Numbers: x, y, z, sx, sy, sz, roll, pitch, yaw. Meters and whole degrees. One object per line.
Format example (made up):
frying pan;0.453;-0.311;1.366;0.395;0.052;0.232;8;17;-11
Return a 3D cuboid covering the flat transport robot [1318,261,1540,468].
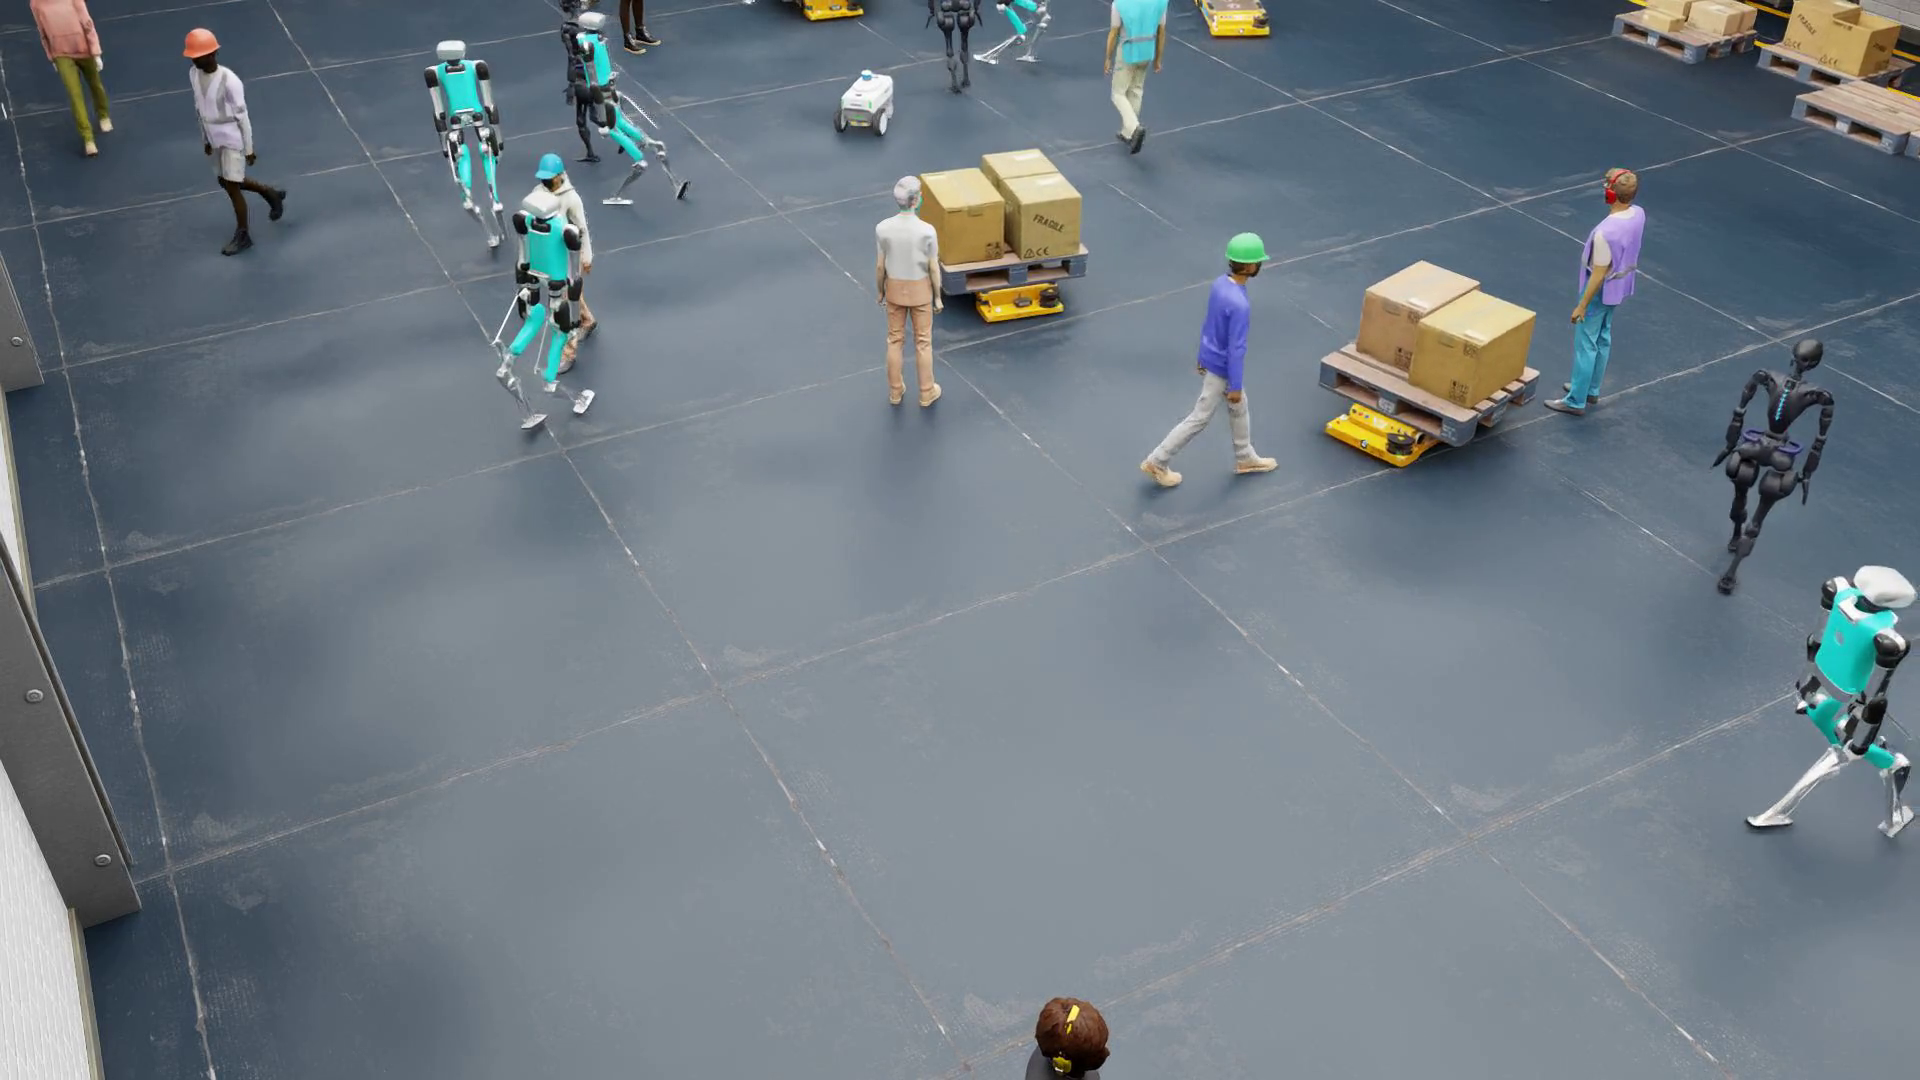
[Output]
flat transport robot;3.363;-0.978;12.112;1.431;0.231;0.659;-28;44;-34

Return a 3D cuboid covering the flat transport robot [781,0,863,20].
flat transport robot;-1.688;-6.620;20.168;0.659;0.231;1.431;-11;37;-16

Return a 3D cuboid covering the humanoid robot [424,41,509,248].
humanoid robot;-4.131;-3.241;14.091;0.552;1.799;0.794;-9;36;-12

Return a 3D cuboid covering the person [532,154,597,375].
person;-3.013;-2.150;12.580;0.467;1.642;0.741;16;38;22

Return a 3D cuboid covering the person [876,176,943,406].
person;-0.366;-1.775;11.964;0.478;1.743;0.316;8;36;11

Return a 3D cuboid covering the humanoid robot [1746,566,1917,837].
humanoid robot;4.593;0.840;8.261;0.948;1.790;0.563;-7;36;-10

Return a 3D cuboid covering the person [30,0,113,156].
person;-8.597;-4.716;16.145;0.503;1.779;1.012;-14;37;-19

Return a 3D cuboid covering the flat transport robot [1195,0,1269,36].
flat transport robot;3.203;-6.283;19.686;0.659;0.231;1.431;-1;35;-2

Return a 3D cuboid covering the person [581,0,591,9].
person;-4.509;-7.275;19.709;0.591;1.866;0.482;-8;36;-11

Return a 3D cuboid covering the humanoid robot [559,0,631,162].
humanoid robot;-3.469;-4.371;15.741;0.570;1.637;0.596;6;35;8

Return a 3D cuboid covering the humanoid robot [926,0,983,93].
humanoid robot;-0.058;-5.544;17.421;0.601;1.648;0.349;-3;35;-5

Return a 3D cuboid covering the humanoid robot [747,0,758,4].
humanoid robot;-2.466;-7.347;19.938;0.532;1.795;0.794;-24;42;-31

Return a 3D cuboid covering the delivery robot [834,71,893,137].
delivery robot;-0.941;-4.409;16.767;0.499;0.601;0.775;9;36;13

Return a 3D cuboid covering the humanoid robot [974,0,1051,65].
humanoid robot;0.611;-5.856;17.782;0.992;1.723;0.557;9;36;13

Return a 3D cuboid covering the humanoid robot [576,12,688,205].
humanoid robot;-2.891;-3.815;14.915;0.918;1.809;0.554;0;35;0

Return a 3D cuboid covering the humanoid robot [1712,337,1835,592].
humanoid robot;4.966;-0.504;10.234;0.590;1.625;0.739;26;42;32

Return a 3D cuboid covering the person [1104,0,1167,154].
person;1.702;-4.611;15.948;0.593;1.820;0.682;-14;37;-19

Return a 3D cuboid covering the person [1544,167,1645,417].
person;4.568;-1.743;11.834;0.374;1.838;0.569;28;44;34

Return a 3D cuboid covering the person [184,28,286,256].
person;-6.217;-3.447;14.203;0.559;1.913;0.755;19;39;25

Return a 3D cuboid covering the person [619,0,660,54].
person;-3.631;-6.421;18.406;0.374;1.966;0.605;16;38;21

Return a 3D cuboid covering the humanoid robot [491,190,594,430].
humanoid robot;-2.946;-1.515;11.613;0.581;1.773;0.888;15;38;20

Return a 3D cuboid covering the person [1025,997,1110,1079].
person;0.368;2.314;6.013;0.351;1.874;0.499;8;36;11

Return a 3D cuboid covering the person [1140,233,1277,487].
person;1.709;-1.172;11.037;0.934;1.835;0.481;-2;35;-3

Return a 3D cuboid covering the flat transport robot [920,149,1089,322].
flat transport robot;0.318;-2.243;13.918;0.659;0.231;1.431;-10;36;-14
